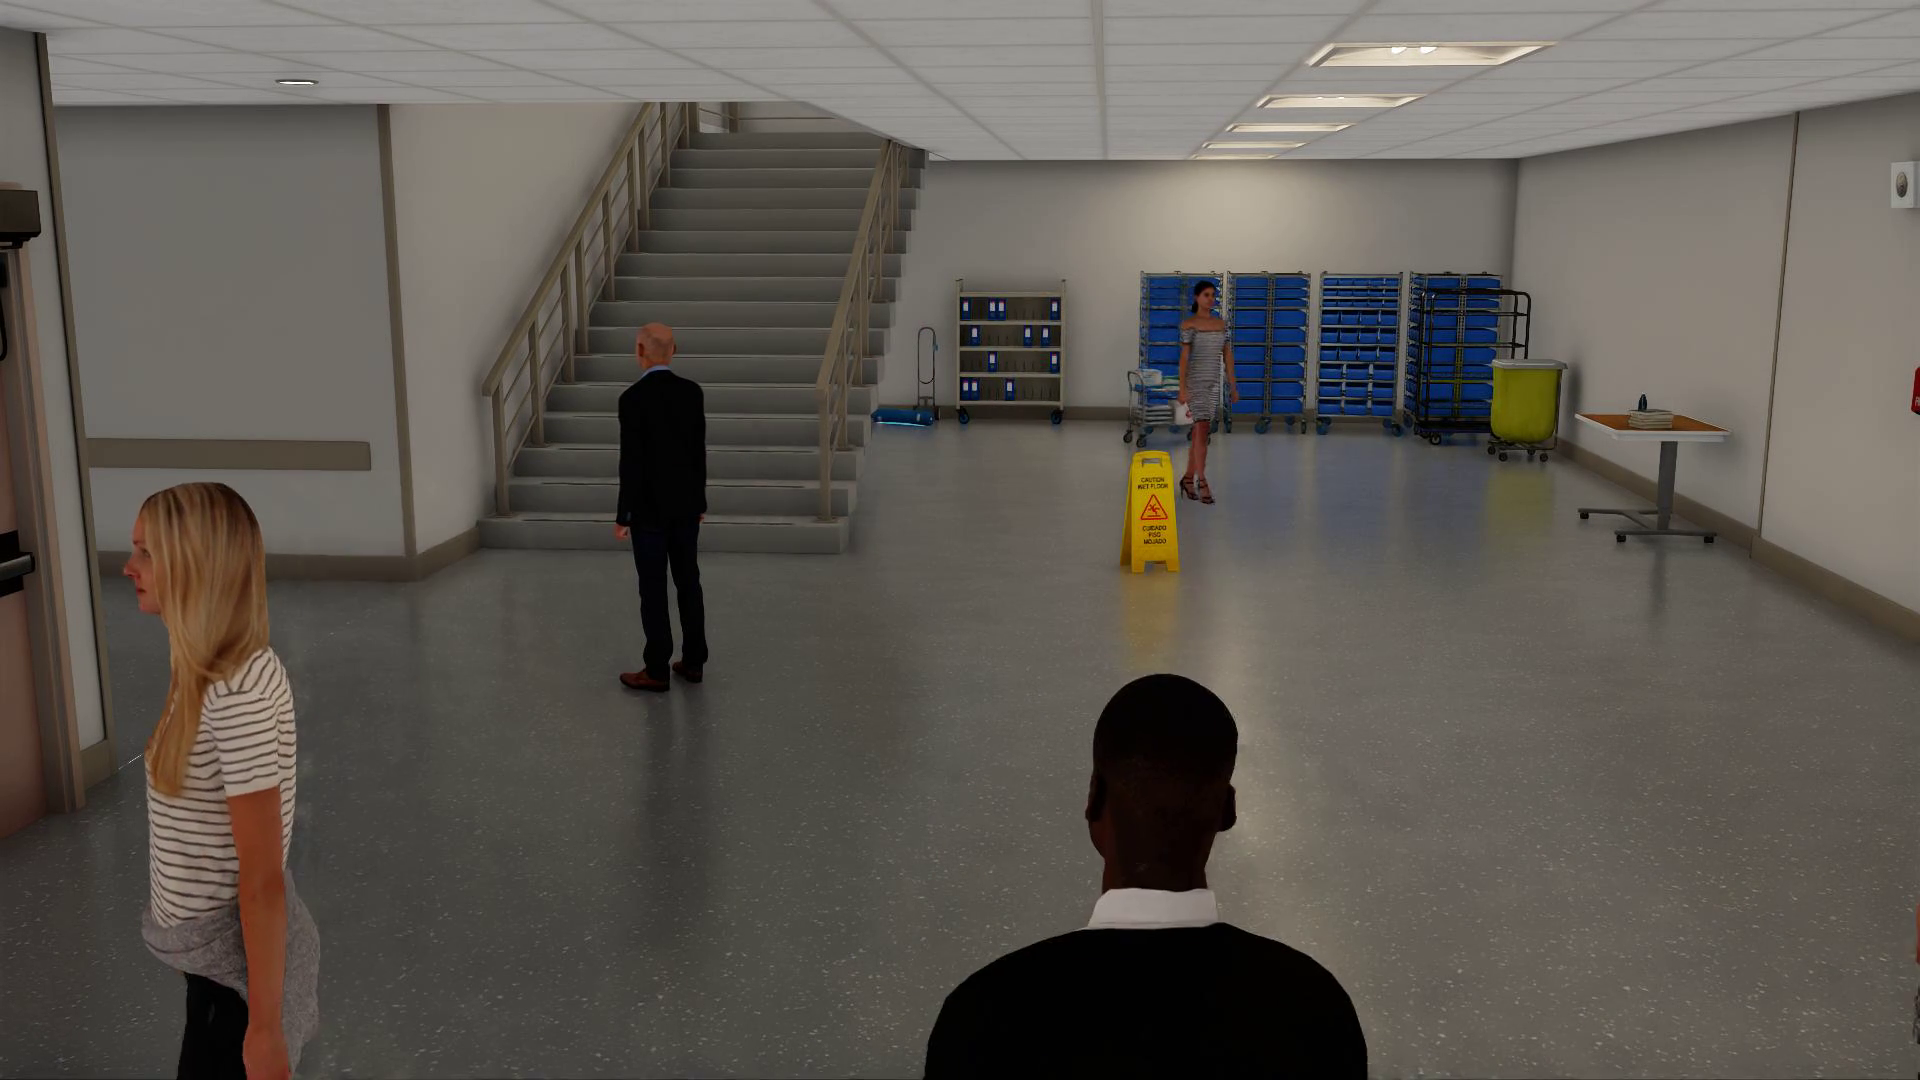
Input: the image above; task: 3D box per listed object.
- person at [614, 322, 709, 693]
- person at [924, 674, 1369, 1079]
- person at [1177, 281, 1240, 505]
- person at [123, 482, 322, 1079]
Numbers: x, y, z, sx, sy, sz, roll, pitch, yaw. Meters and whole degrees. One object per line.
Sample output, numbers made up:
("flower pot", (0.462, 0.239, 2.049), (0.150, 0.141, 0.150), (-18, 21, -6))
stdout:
("person", (-1.454, -0.167, 8.160), (0.833, 1.800, 0.742), (10, 15, 42))
("person", (0.214, 1.076, 1.719), (0.949, 1.760, 1.281), (-2, 11, -11))
("person", (1.937, -1.211, 13.654), (0.815, 1.804, 0.897), (-7, 13, -31))
("person", (-1.209, 0.794, 3.044), (0.911, 1.820, 0.870), (-7, 13, -31))
